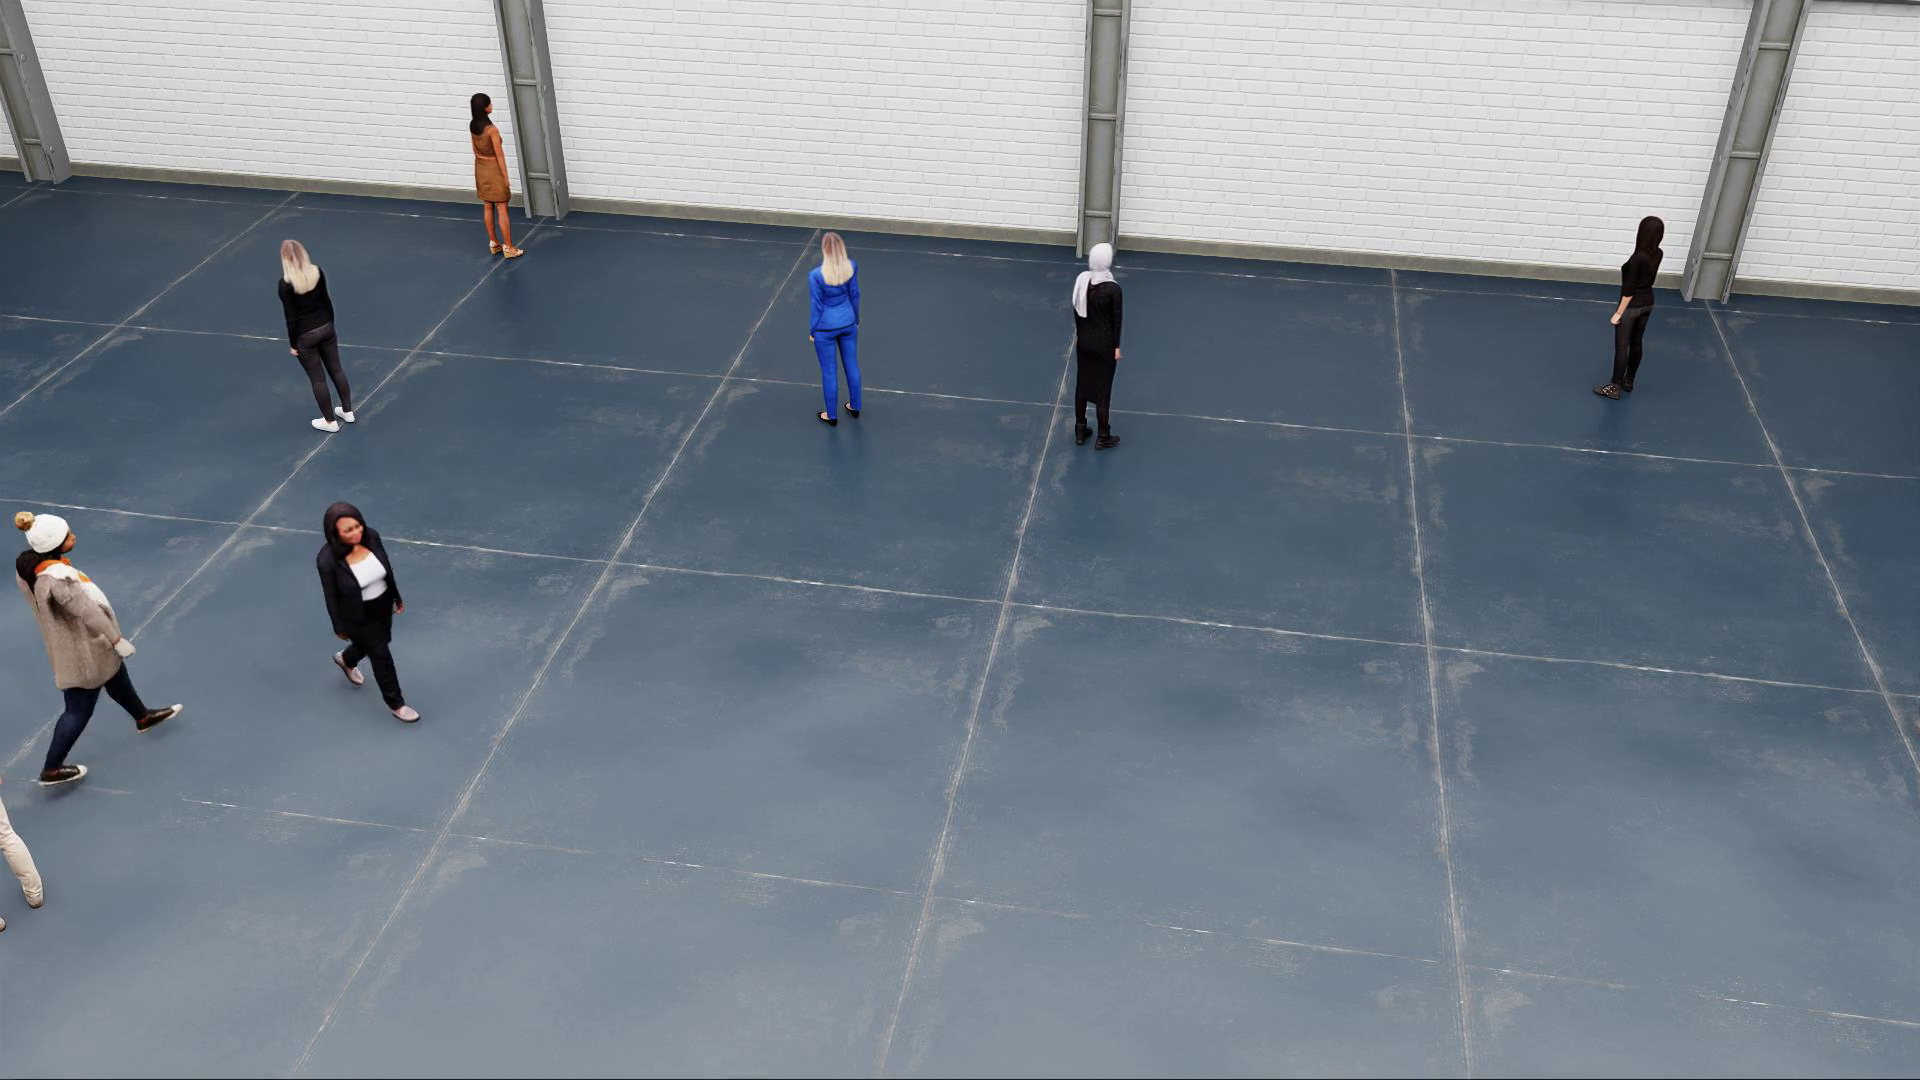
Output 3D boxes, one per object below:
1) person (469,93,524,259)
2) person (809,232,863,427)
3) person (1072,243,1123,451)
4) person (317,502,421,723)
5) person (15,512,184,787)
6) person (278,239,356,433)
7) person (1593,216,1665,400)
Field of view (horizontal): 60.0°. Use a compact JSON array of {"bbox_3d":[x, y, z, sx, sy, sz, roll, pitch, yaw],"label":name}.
[{"bbox_3d":[-4.722,-3.673,16.767,0.584,1.690,0.692,23,40,31],"label":"person"},{"bbox_3d":[-1.037,-1.768,13.892,0.690,1.700,0.759,-20,39,-27],"label":"person"},{"bbox_3d":[1.108,-1.568,13.518,0.625,1.779,0.739,24,40,31],"label":"person"},{"bbox_3d":[-3.881,0.422,10.693,1.096,1.594,0.819,15,37,22],"label":"person"},{"bbox_3d":[-5.453,0.678,10.072,1.212,1.855,1.188,29,43,36],"label":"person"},{"bbox_3d":[-5.357,-1.692,13.791,0.669,1.685,0.689,20,39,27],"label":"person"},{"bbox_3d":[5.807,-1.997,14.289,0.641,1.642,0.703,-21,39,-28],"label":"person"}]
